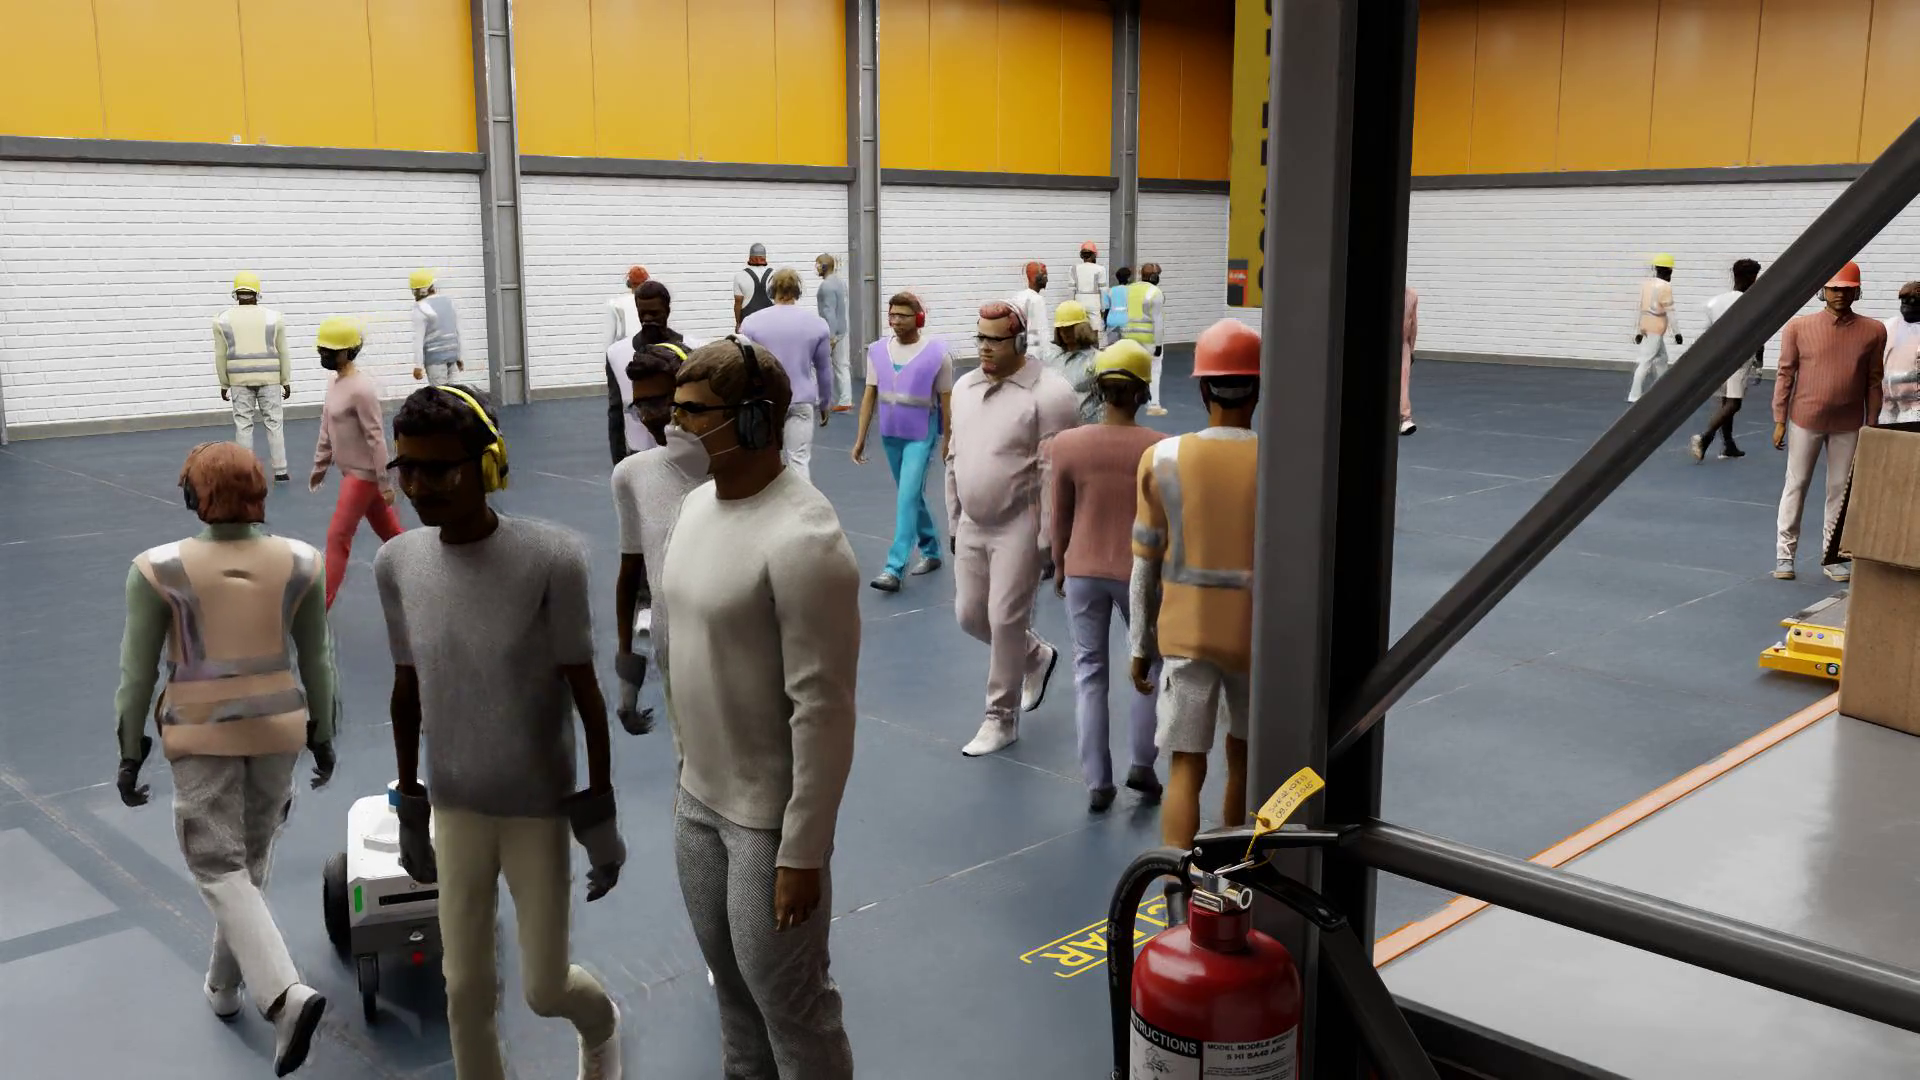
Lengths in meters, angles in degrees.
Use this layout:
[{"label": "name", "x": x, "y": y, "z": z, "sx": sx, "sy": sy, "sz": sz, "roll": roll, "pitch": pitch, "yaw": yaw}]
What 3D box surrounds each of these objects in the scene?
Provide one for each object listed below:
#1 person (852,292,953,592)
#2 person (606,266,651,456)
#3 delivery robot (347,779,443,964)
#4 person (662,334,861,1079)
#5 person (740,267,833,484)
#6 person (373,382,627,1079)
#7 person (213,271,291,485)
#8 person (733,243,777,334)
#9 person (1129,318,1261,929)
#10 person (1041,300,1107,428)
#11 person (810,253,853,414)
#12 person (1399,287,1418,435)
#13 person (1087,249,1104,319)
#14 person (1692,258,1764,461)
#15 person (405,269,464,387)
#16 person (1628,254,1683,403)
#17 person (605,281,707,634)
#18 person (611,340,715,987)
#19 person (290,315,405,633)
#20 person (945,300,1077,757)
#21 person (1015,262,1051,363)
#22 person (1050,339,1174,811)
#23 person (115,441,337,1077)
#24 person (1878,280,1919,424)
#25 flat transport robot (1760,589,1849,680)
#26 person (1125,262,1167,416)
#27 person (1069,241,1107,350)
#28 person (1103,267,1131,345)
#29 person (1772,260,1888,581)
[{"label": "person", "x": -0.329, "y": -0.611, "z": 10.160, "sx": 0.571, "sy": 1.792, "sz": 0.985, "roll": 6, "pitch": 12, "yaw": 32}, {"label": "person", "x": -3.137, "y": -1.741, "z": 16.189, "sx": 0.584, "sy": 1.851, "sz": 0.943, "roll": -3, "pitch": 11, "yaw": -14}, {"label": "delivery robot", "x": -1.596, "y": 0.937, "z": 4.833, "sx": 0.477, "sy": 0.478, "sz": 0.707, "roll": -4, "pitch": 11, "yaw": -19}, {"label": "person", "x": -0.429, "y": 0.551, "z": 3.417, "sx": 0.372, "sy": 1.940, "sz": 0.630, "roll": -7, "pitch": 12, "yaw": -33}, {"label": "person", "x": -1.216, "y": -0.936, "z": 11.620, "sx": 0.653, "sy": 1.898, "sz": 0.937, "roll": -2, "pitch": 11, "yaw": -12}, {"label": "person", "x": -0.956, "y": 0.562, "z": 3.633, "sx": 0.555, "sy": 1.840, "sz": 0.596, "roll": 2, "pitch": 11, "yaw": 11}, {"label": "person", "x": -6.009, "y": -1.368, "z": 14.170, "sx": 0.590, "sy": 1.833, "sz": 0.404, "roll": -4, "pitch": 11, "yaw": -21}, {"label": "person", "x": -2.667, "y": -2.914, "z": 22.036, "sx": 0.688, "sy": 2.000, "sz": 0.536, "roll": -3, "pitch": 11, "yaw": -15}, {"label": "person", "x": 0.760, "y": 0.302, "z": 4.915, "sx": 0.550, "sy": 1.902, "sz": 0.941, "roll": 3, "pitch": 11, "yaw": 14}, {"label": "person", "x": 0.707, "y": -0.650, "z": 10.540, "sx": 0.495, "sy": 1.728, "sz": 0.438, "roll": 7, "pitch": 13, "yaw": 35}, {"label": "person", "x": -1.653, "y": -2.452, "z": 19.848, "sx": 0.809, "sy": 1.909, "sz": 0.662, "roll": 2, "pitch": 10, "yaw": 8}, {"label": "person", "x": 4.623, "y": -2.063, "z": 17.908, "sx": 0.677, "sy": 1.850, "sz": 1.004, "roll": -1, "pitch": 10, "yaw": -5}, {"label": "person", "x": 2.173, "y": -3.932, "z": 27.869, "sx": 0.552, "sy": 1.934, "sz": 0.373, "roll": 6, "pitch": 12, "yaw": 31}, {"label": "person", "x": 7.223, "y": -1.682, "z": 15.652, "sx": 0.870, "sy": 1.936, "sz": 0.615, "roll": -6, "pitch": 12, "yaw": -29}, {"label": "person", "x": -5.320, "y": -1.834, "z": 16.828, "sx": 0.451, "sy": 1.796, "sz": 0.614, "roll": 3, "pitch": 11, "yaw": 17}, {"label": "person", "x": 8.947, "y": -2.667, "z": 21.102, "sx": 0.911, "sy": 1.889, "sz": 0.598, "roll": 0, "pitch": 10, "yaw": 1}, {"label": "person", "x": -1.618, "y": -0.447, "z": 9.015, "sx": 0.585, "sy": 1.878, "sz": 0.887, "roll": -1, "pitch": 10, "yaw": -8}, {"label": "person", "x": -0.718, "y": 0.363, "z": 4.705, "sx": 0.544, "sy": 1.839, "sz": 0.389, "roll": 2, "pitch": 11, "yaw": 9}, {"label": "person", "x": -3.259, "y": -0.366, "z": 9.047, "sx": 0.913, "sy": 1.710, "sz": 0.566, "roll": -6, "pitch": 12, "yaw": -32}, {"label": "person", "x": 0.219, "y": -0.067, "z": 6.977, "sx": 0.654, "sy": 1.877, "sz": 0.658, "roll": 9, "pitch": 14, "yaw": 41}, {"label": "person", "x": 0.843, "y": -1.875, "z": 16.858, "sx": 0.808, "sy": 1.856, "sz": 0.615, "roll": -3, "pitch": 11, "yaw": -15}, {"label": "person", "x": 0.586, "y": 0.133, "z": 6.202, "sx": 0.533, "sy": 1.749, "sz": 0.448, "roll": 3, "pitch": 11, "yaw": 15}, {"label": "person", "x": -1.867, "y": 0.550, "z": 4.326, "sx": 0.548, "sy": 1.604, "sz": 0.746, "roll": -9, "pitch": 14, "yaw": -40}, {"label": "person", "x": 7.104, "y": -1.022, "z": 12.377, "sx": 0.794, "sy": 1.814, "sz": 0.632, "roll": -4, "pitch": 11, "yaw": -22}, {"label": "flat transport robot", "x": 4.615, "y": 0.477, "z": 8.374, "sx": 0.652, "sy": 0.197, "sz": 1.431, "roll": 10, "pitch": 14, "yaw": 42}, {"label": "person", "x": 2.156, "y": -2.363, "z": 19.624, "sx": 0.618, "sy": 1.825, "sz": 0.640, "roll": -7, "pitch": 13, "yaw": -35}, {"label": "person", "x": 1.987, "y": -3.612, "z": 25.829, "sx": 0.608, "sy": 2.045, "sz": 0.369, "roll": 3, "pitch": 11, "yaw": 16}, {"label": "person", "x": 2.344, "y": -3.167, "z": 24.407, "sx": 0.554, "sy": 1.673, "sz": 0.568, "roll": 4, "pitch": 11, "yaw": 21}, {"label": "person", "x": 5.359, "y": -0.737, "z": 10.284, "sx": 0.622, "sy": 1.994, "sz": 0.381, "roll": 2, "pitch": 11, "yaw": 13}]
